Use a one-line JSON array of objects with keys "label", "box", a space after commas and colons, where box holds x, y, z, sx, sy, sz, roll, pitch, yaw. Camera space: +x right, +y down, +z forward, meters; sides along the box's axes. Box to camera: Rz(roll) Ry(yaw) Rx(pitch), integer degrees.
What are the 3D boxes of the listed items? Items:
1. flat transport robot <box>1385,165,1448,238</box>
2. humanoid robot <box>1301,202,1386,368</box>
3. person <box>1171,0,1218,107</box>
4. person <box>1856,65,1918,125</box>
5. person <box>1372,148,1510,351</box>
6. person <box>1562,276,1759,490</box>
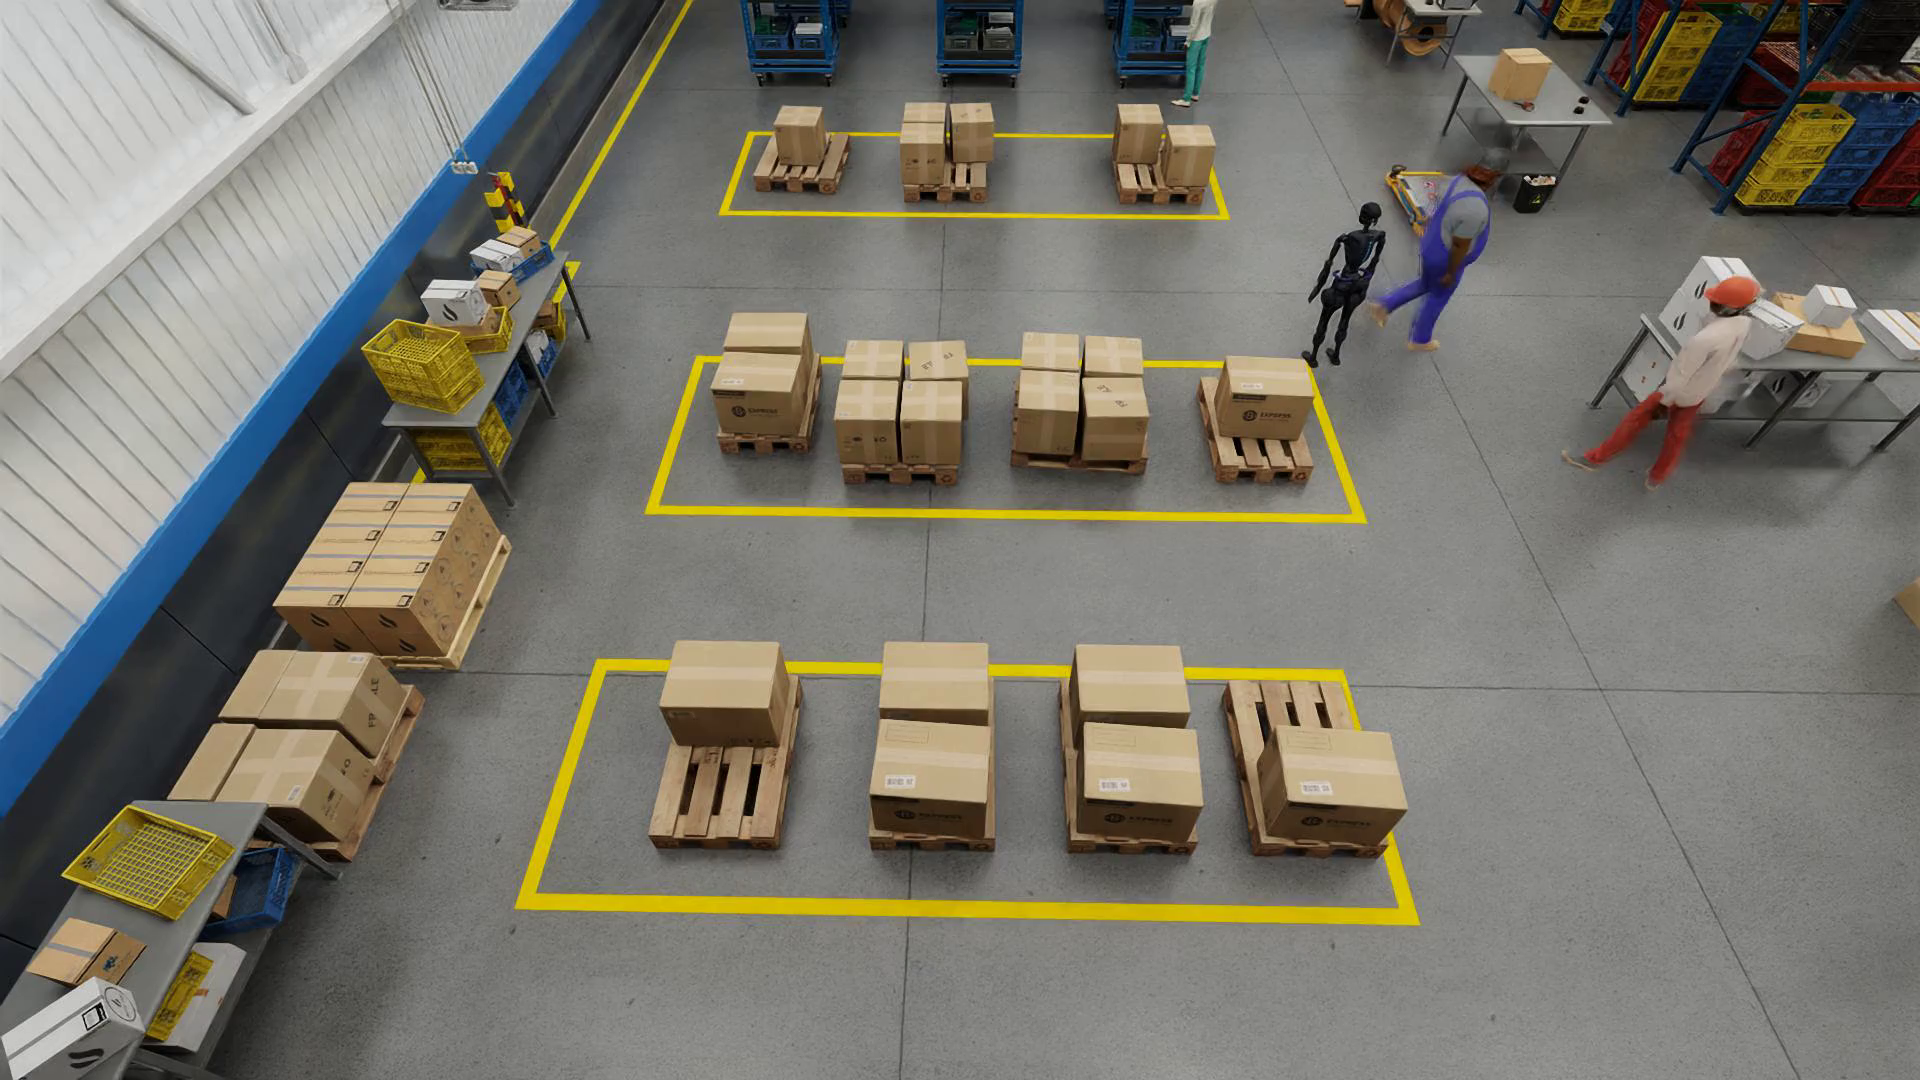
[{"label": "flat transport robot", "box": [5.692, -4.094, 11.059, 0.652, 0.197, 1.431, 1, 49, 1]}, {"label": "humanoid robot", "box": [3.642, -2.403, 8.681, 0.562, 1.650, 0.357, -10, 50, -8]}, {"label": "person", "box": [3.226, -6.840, 12.462, 0.306, 1.769, 0.523, 34, 57, 26]}, {"label": "person", "box": [11.296, -5.532, 11.263, 0.464, 1.868, 0.568, -3, 49, -2]}, {"label": "person", "box": [4.604, -2.769, 8.760, 0.712, 2.000, 0.722, 1, 49, 1]}, {"label": "person", "box": [5.910, -1.259, 7.519, 0.674, 1.952, 0.687, -18, 52, -15]}]
